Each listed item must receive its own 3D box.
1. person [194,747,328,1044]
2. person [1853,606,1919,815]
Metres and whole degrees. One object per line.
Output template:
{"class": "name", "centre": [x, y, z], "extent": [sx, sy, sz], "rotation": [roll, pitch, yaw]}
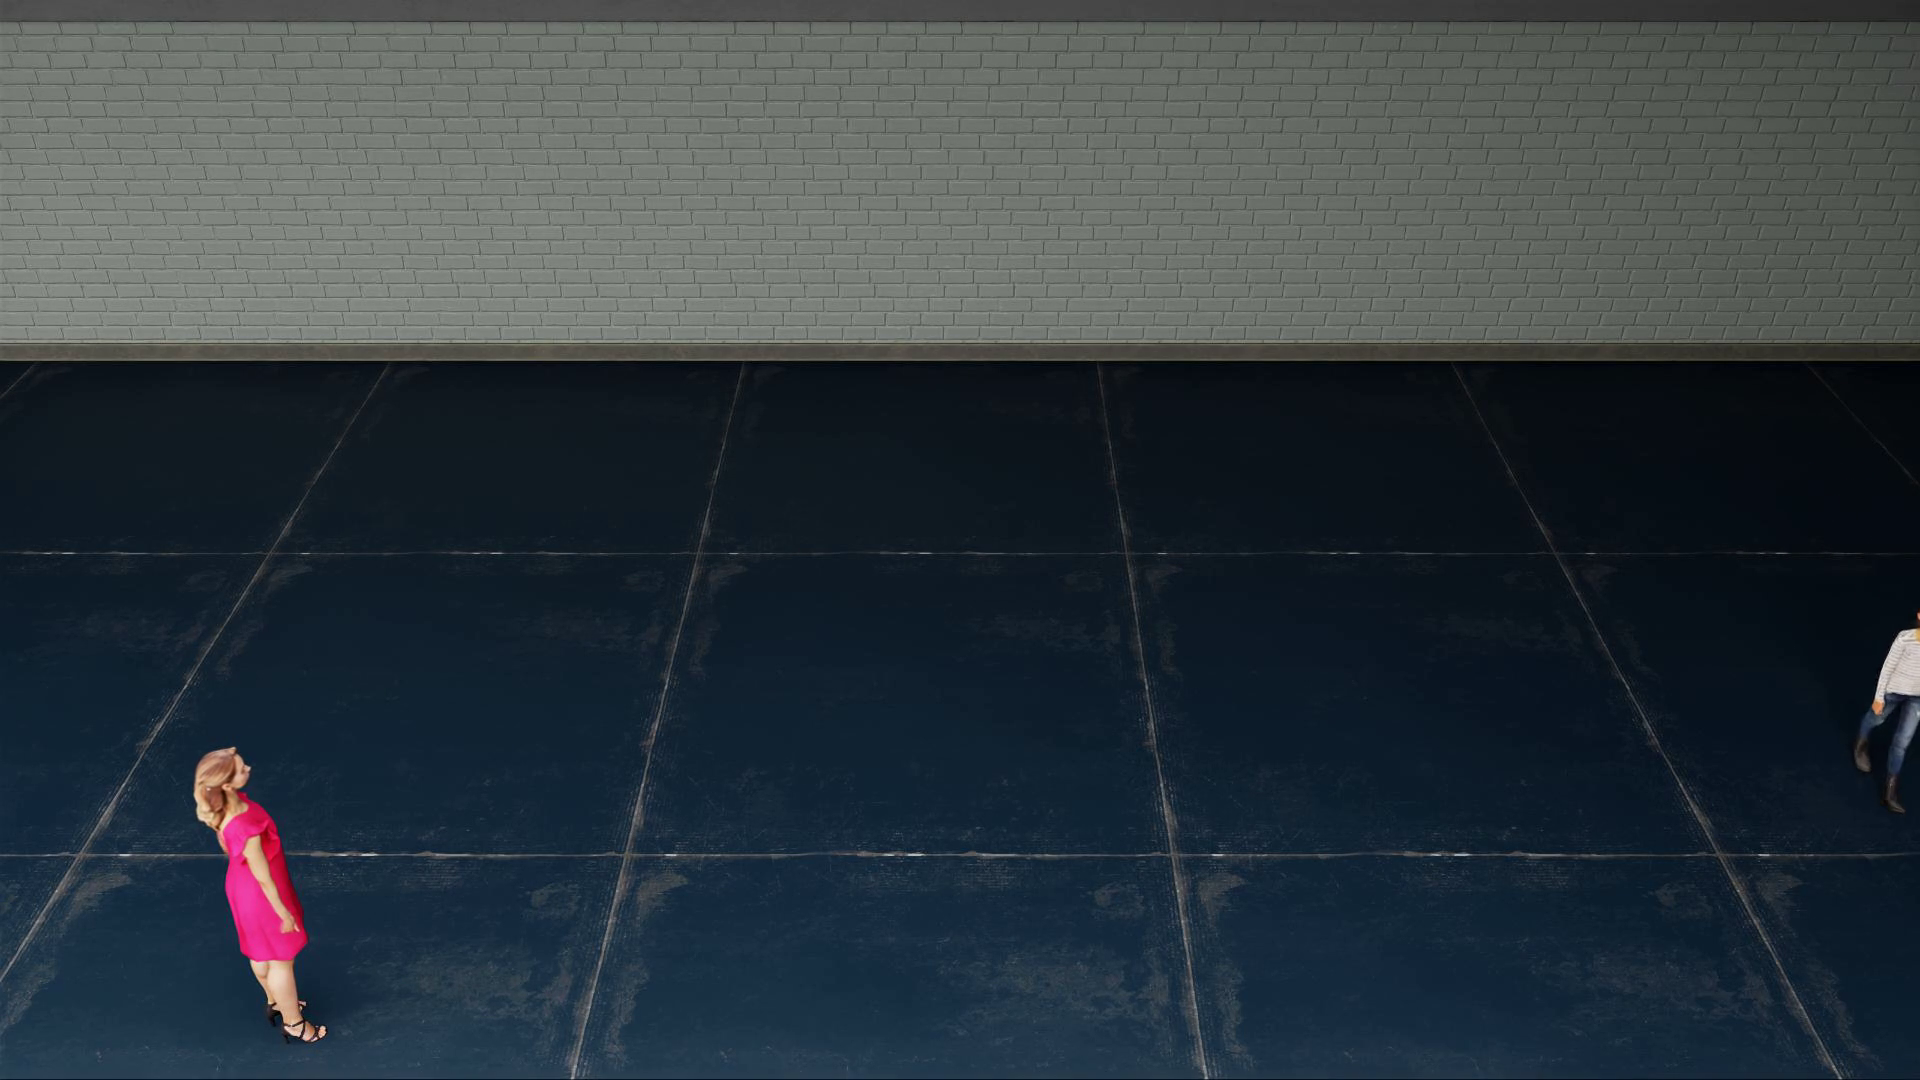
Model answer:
{"class": "person", "centre": [-3.236, 1.642, 7.666], "extent": [0.724, 1.728, 0.657], "rotation": [-26, 41, -34]}
{"class": "person", "centre": [5.247, 0.828, 9.324], "extent": [0.560, 1.285, 0.919], "rotation": [4, 33, 7]}
